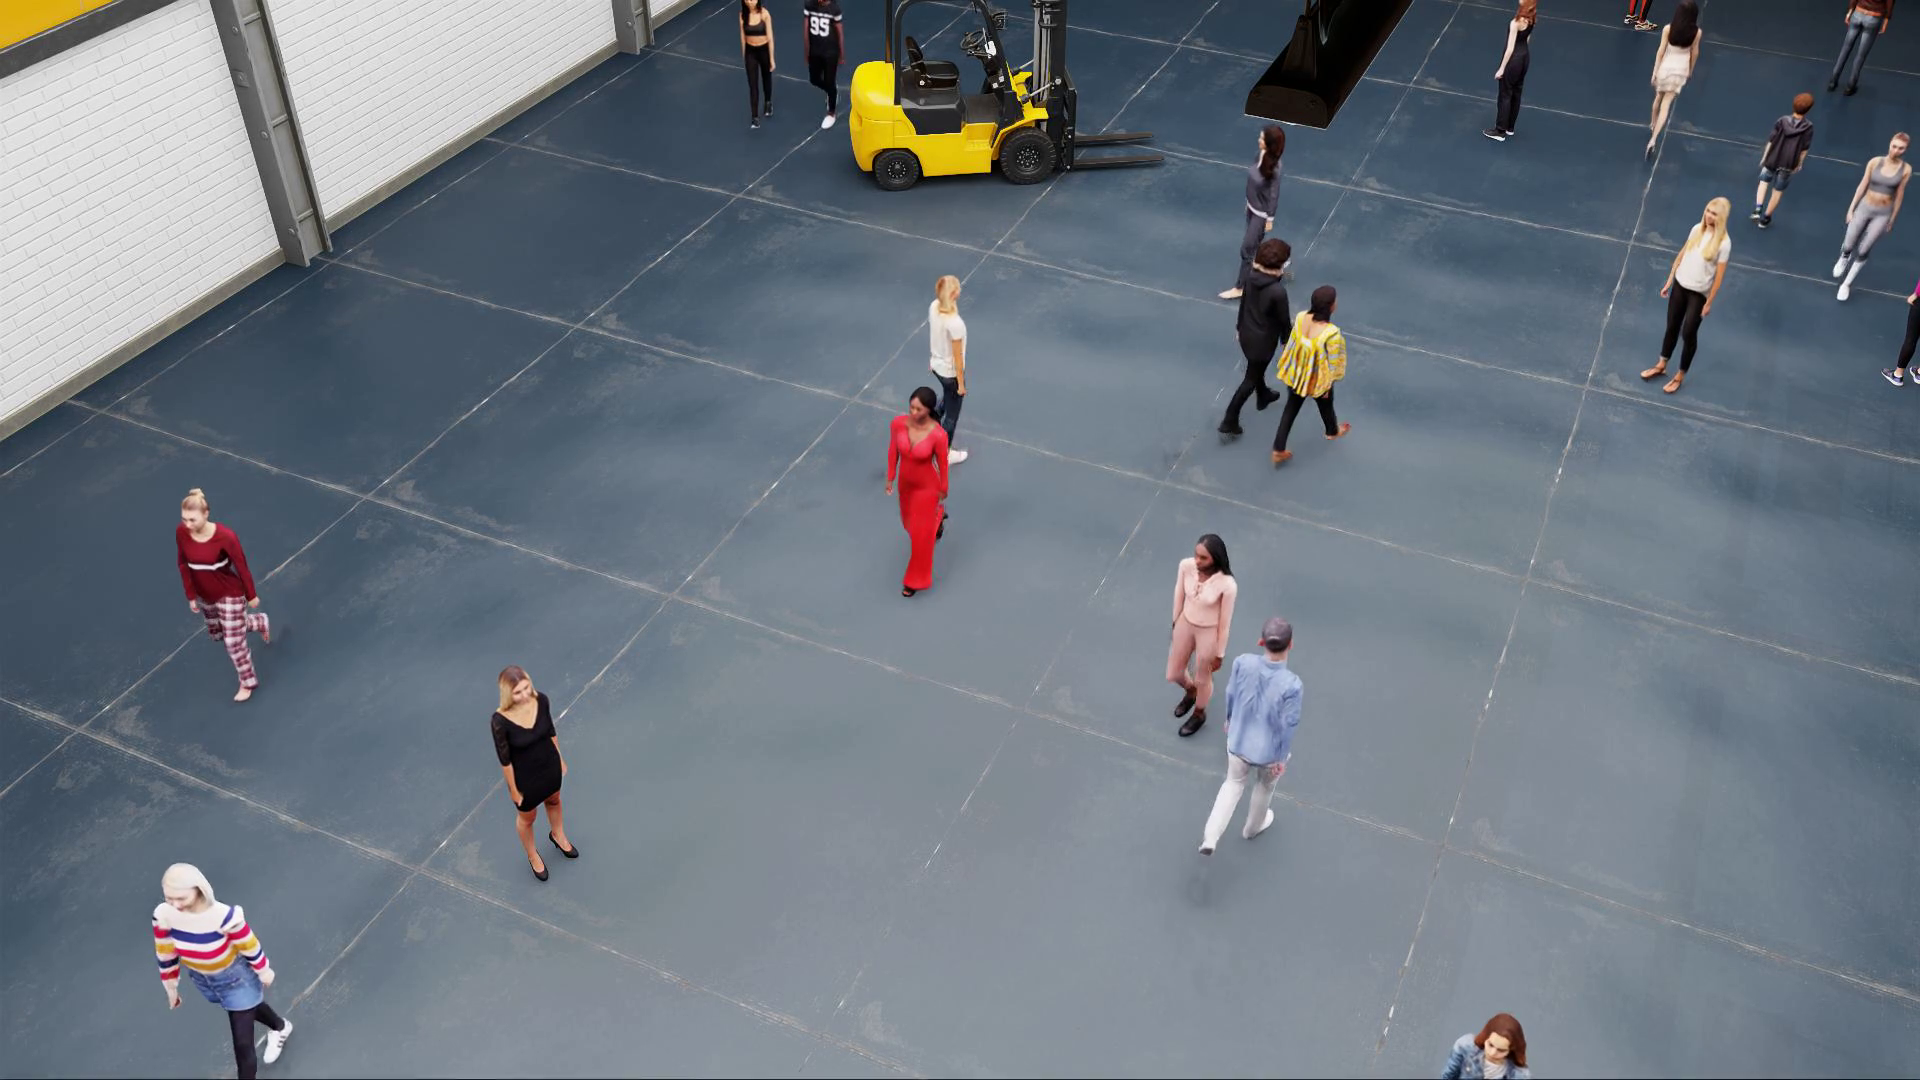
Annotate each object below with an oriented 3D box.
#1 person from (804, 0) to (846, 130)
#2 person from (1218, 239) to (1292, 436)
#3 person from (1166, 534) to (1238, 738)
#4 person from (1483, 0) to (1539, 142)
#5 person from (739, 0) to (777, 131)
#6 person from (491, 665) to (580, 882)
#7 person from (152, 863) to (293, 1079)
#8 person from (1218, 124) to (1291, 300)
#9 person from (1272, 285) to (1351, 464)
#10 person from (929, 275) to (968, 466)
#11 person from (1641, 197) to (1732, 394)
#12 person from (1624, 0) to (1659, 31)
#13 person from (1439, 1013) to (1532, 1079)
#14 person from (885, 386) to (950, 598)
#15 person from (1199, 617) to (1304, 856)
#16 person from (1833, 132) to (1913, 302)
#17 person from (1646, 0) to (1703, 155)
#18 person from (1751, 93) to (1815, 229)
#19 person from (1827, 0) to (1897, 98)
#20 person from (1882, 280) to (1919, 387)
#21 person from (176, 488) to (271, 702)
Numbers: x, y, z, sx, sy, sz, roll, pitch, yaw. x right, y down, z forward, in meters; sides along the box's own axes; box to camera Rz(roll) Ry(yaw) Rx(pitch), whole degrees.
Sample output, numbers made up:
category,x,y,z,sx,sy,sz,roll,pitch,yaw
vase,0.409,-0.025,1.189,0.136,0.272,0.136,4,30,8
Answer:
category,x,y,z,sx,sy,sz,roll,pitch,yaw
person,-1.525,-5.620,19.059,0.671,1.721,0.811,10,40,12
person,2.485,-1.679,14.105,1.219,1.744,0.961,-26,45,-29
person,1.685,0.612,11.263,0.682,1.711,0.694,27,46,30
person,6.262,-5.375,18.730,0.588,1.748,0.718,-29,47,-31
person,-2.291,-5.595,19.124,0.859,1.600,1.130,0,39,0
person,-2.636,1.421,10.277,0.659,1.677,0.494,29,47,31
person,-3.971,2.319,9.079,0.890,1.770,1.158,4,39,5
person,2.945,-3.162,15.962,1.084,1.745,1.061,-10,40,-12
person,2.843,-1.318,13.756,1.145,1.617,0.971,-25,45,-28
person,-0.181,-1.357,13.657,0.848,1.800,0.786,-20,43,-23
person,6.476,-2.197,14.688,0.716,1.827,0.692,-20,43,-23
person,8.913,-7.488,21.328,0.754,1.808,0.676,-10,40,-12
person,2.665,2.922,8.558,0.596,1.476,0.538,23,44,26
person,-0.271,-0.439,12.549,0.636,1.758,1.035,18,42,21
person,1.811,1.289,10.293,0.779,1.864,1.007,25,45,28
person,8.779,-3.141,15.979,0.601,1.691,0.804,20,43,23
person,7.874,-5.095,18.426,0.578,1.690,1.053,17,42,20
person,8.438,-3.880,17.108,0.567,1.436,0.566,21,43,24
person,10.721,-6.149,19.675,0.699,1.778,0.630,30,48,32
person,8.655,-2.144,14.730,0.681,1.700,0.705,-2,39,-2
person,-5.140,0.324,11.647,0.775,1.682,0.958,5,39,6
